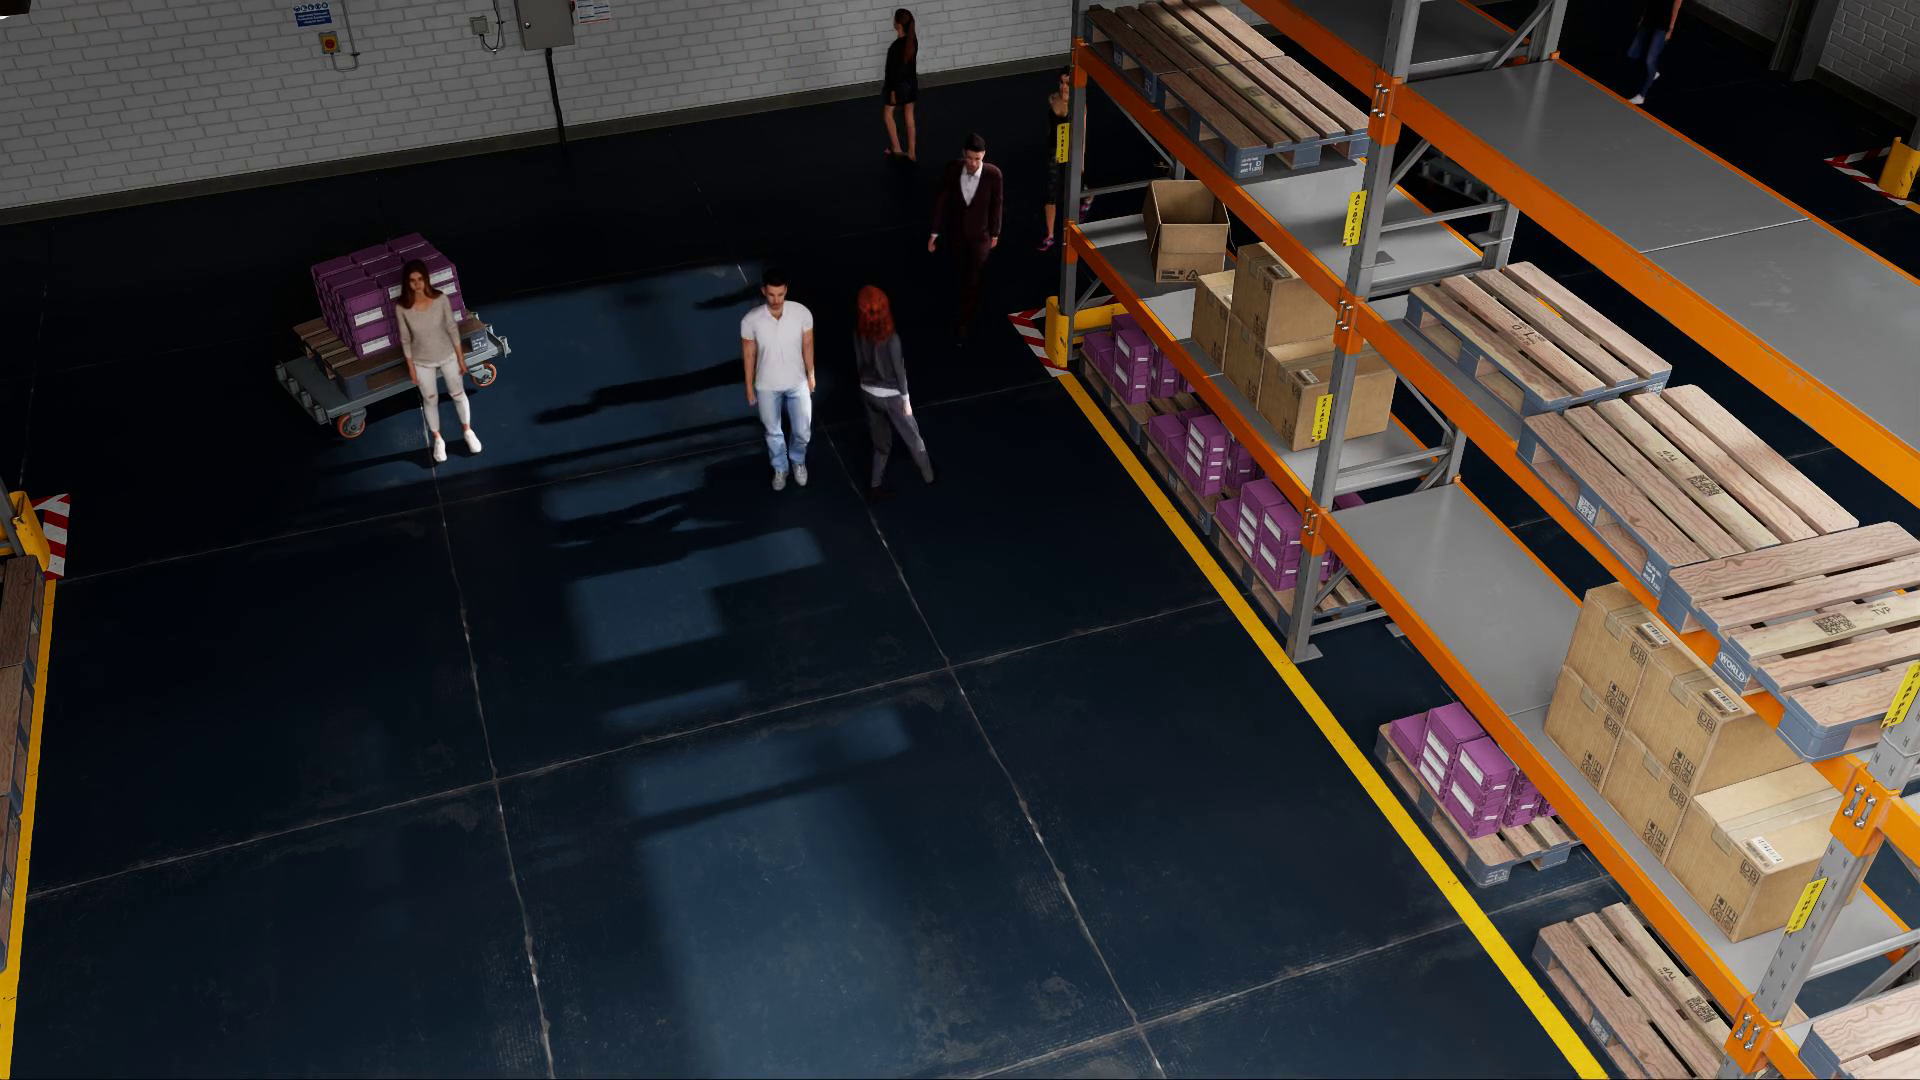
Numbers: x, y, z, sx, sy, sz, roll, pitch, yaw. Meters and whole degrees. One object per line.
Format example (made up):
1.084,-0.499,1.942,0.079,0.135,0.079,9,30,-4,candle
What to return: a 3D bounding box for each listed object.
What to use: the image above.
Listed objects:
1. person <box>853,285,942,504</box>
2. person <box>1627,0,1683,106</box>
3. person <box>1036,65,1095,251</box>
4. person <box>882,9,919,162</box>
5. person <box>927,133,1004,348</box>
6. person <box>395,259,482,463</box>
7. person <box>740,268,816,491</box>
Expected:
-0.612,-0.999,12.063,0.928,1.729,0.922,-26,45,-29,person
7.476,-5.486,17.699,0.657,1.708,0.683,-15,41,-18,person
1.026,-3.562,15.307,1.132,1.686,1.076,24,44,27,person
-0.521,-4.515,16.614,0.680,1.544,0.730,-31,48,-32,person
0.109,-2.624,14.028,1.137,1.817,1.217,17,41,20,person
-3.968,-1.379,12.557,0.569,1.706,0.530,-13,40,-16,person
-1.310,-1.213,12.242,0.759,1.841,0.740,-1,39,-2,person
